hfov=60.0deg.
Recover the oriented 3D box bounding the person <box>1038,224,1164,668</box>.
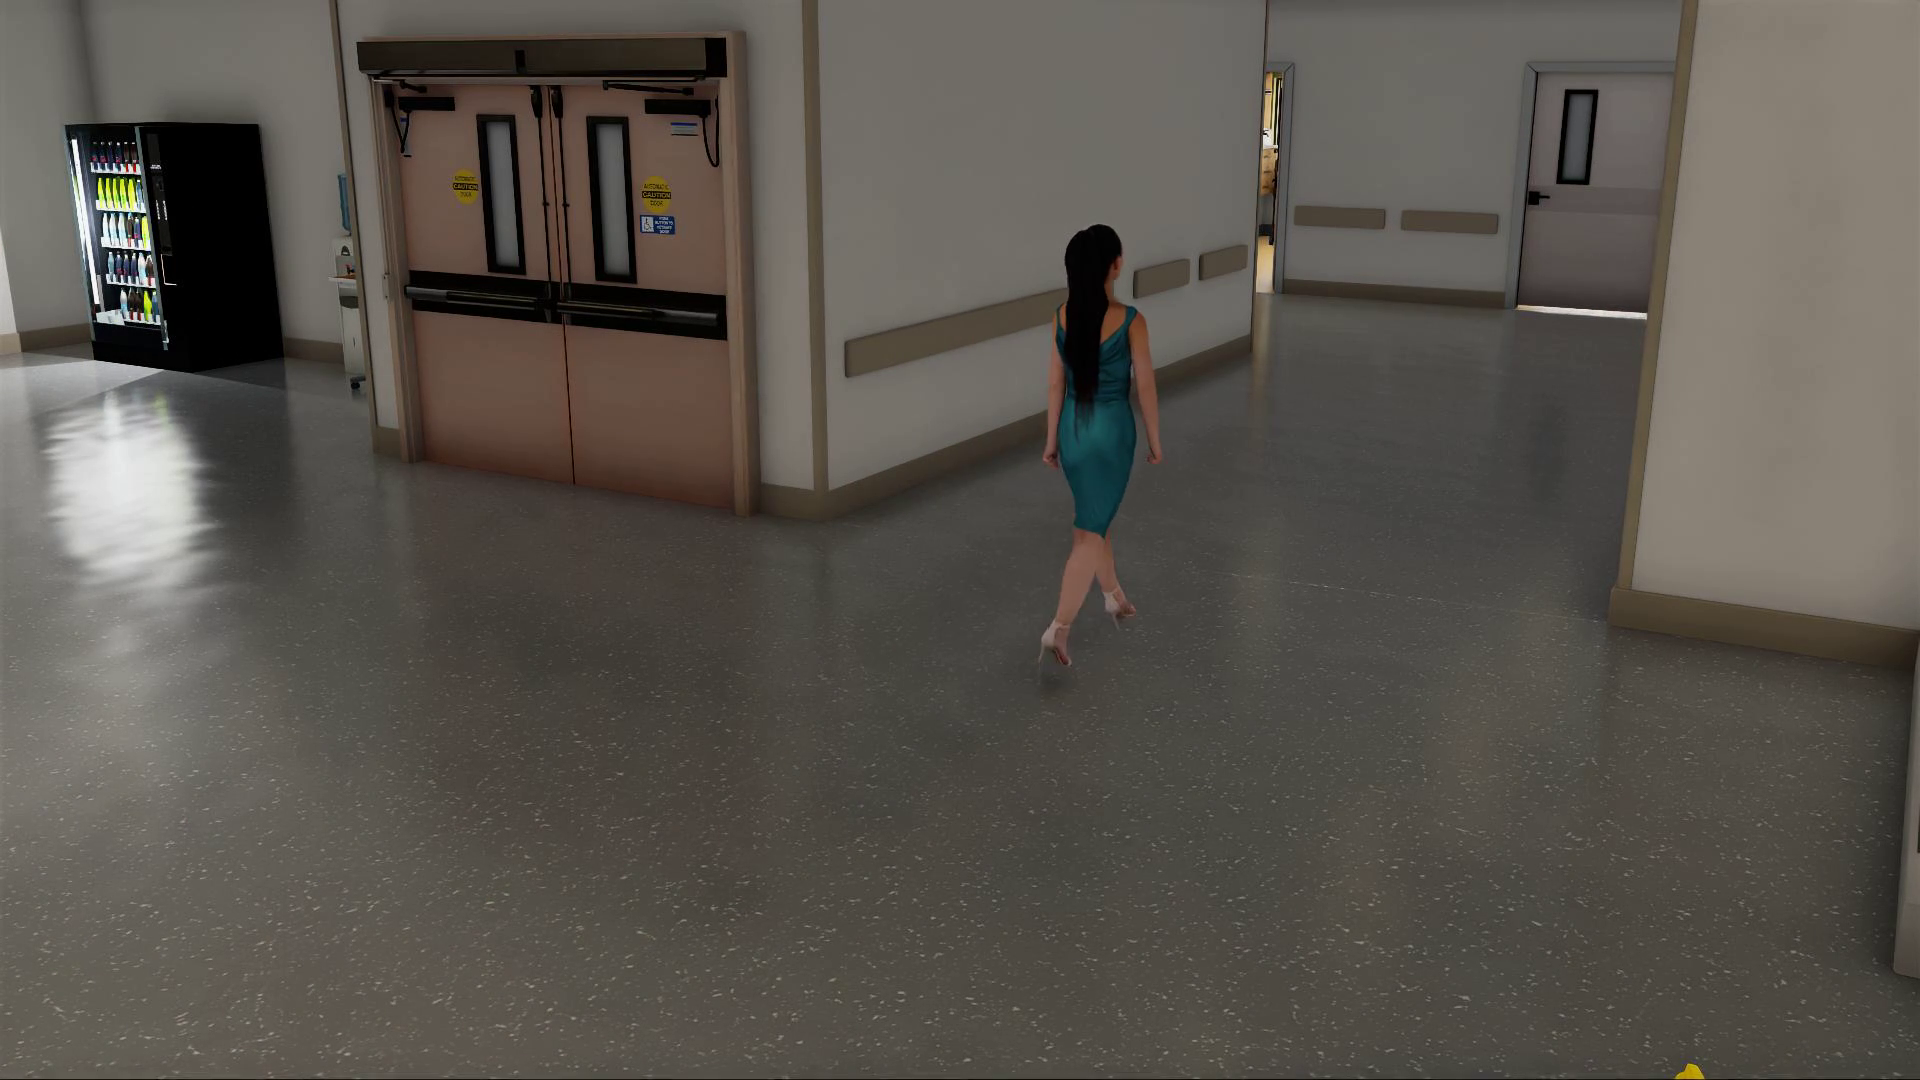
[{"bbox_3d":[0.479,-0.304,6.250,0.963,1.641,0.629,9,18,28],"label":"person"}]
